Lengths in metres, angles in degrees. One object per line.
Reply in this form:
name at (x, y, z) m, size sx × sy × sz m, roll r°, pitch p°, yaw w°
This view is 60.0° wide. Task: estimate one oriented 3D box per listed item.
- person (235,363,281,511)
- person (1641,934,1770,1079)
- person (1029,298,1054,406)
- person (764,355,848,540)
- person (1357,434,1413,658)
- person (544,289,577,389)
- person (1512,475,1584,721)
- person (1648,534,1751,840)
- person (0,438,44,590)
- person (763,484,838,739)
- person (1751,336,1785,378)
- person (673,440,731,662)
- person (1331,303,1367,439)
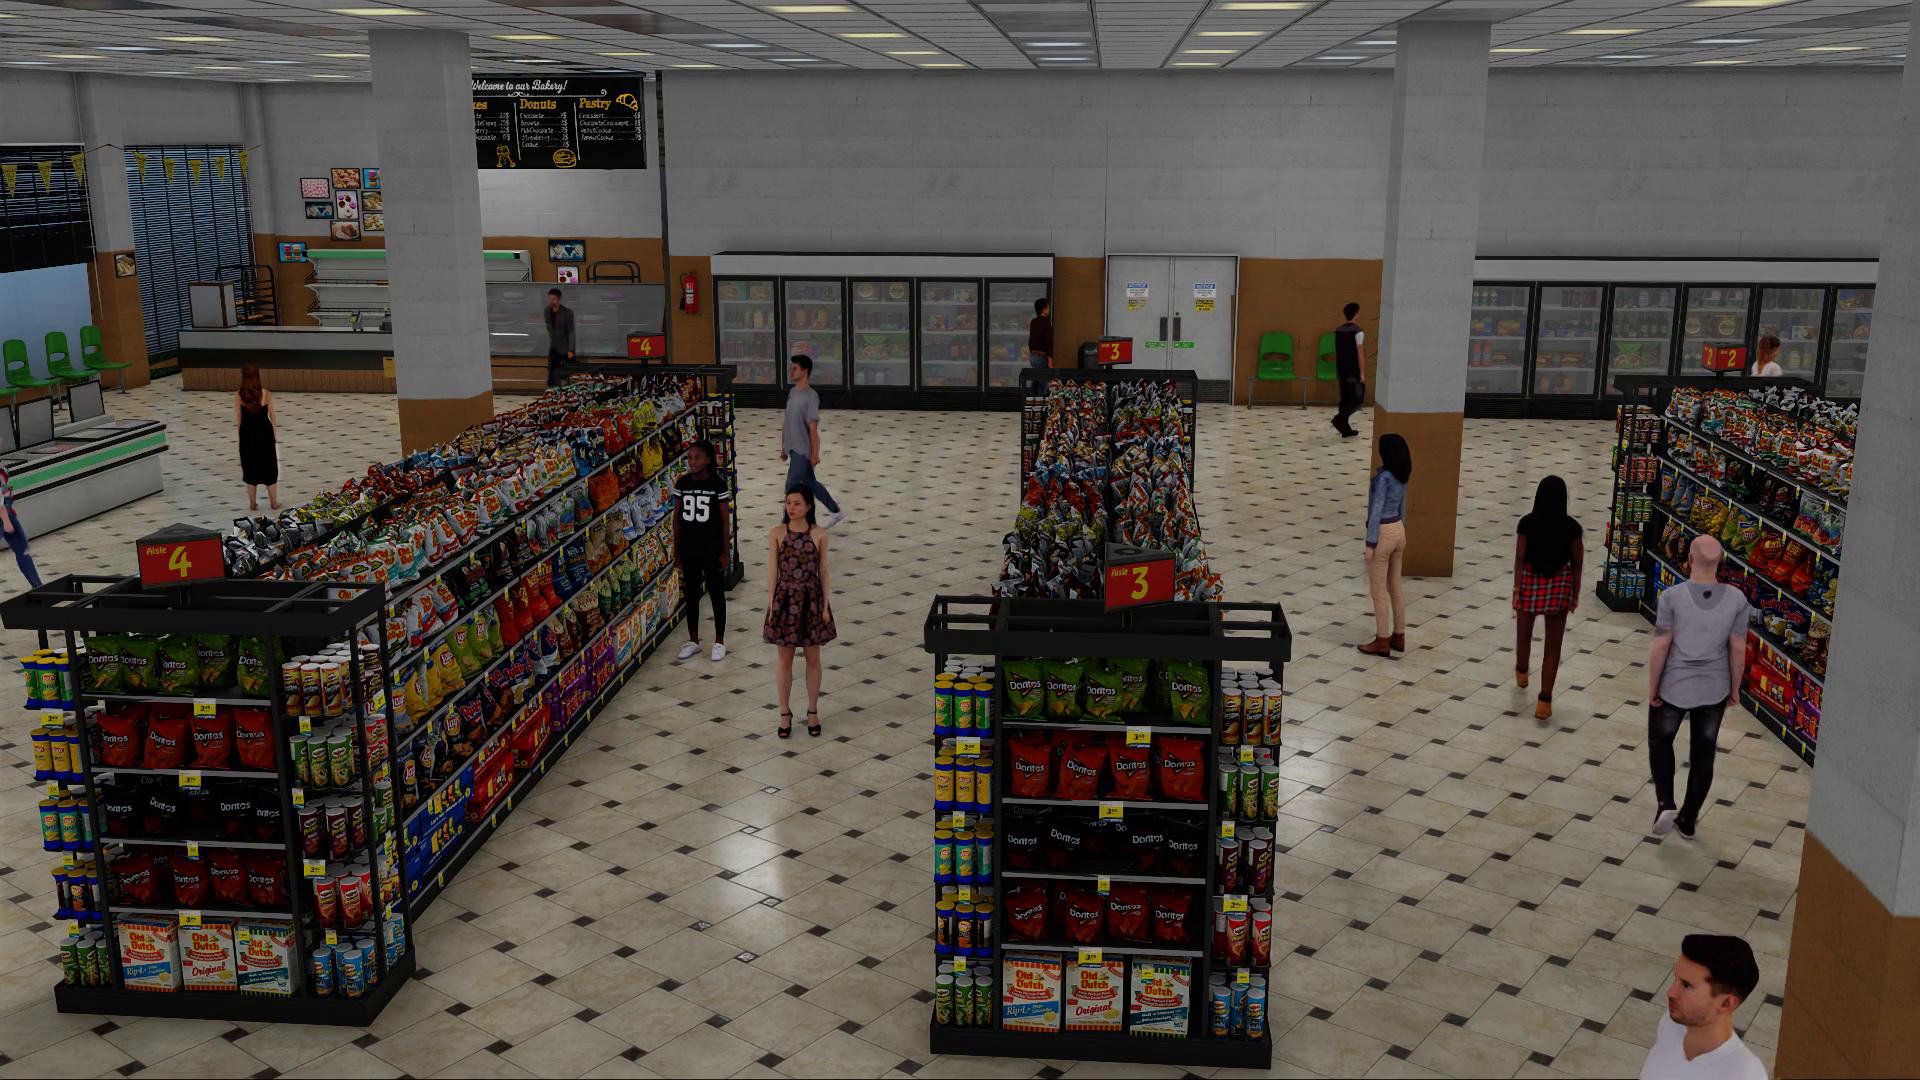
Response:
person at (-7.741, -1.137, 18.288) m, size 0.652 × 1.623 × 0.684 m, roll -5°, pitch 15°, yaw -21°
person at (2.197, 1.998, 4.895) m, size 0.814 × 1.844 × 0.757 m, roll -1°, pitch 14°, yaw -5°
person at (1.156, -2.593, 23.956) m, size 0.768 × 1.781 × 0.671 m, roll -8°, pitch 16°, yaw -31°
person at (-1.527, -0.929, 16.960) m, size 1.195 × 1.845 × 1.241 m, roll -8°, pitch 16°, yaw -29°
person at (3.383, 0.030, 13.166) m, size 0.697 × 1.769 × 0.765 m, roll -12°, pitch 18°, yaw -41°
person at (-5.940, -2.851, 25.007) m, size 0.929 × 1.788 × 1.290 m, roll 5°, pitch 15°, yaw 21°
person at (4.110, 0.439, 11.683) m, size 0.795 × 1.674 × 1.234 m, roll 4°, pitch 14°, yaw 17°
person at (4.214, 0.883, 9.533) m, size 0.748 × 1.824 × 0.904 m, roll 3°, pitch 14°, yaw 13°
person at (-8.464, -0.178, 14.440) m, size 1.022 × 1.573 × 1.121 m, roll -6°, pitch 15°, yaw -23°
person at (-1.089, 0.483, 11.291) m, size 0.706 × 1.773 × 0.717 m, roll -1°, pitch 14°, yaw -5°
person at (9.546, -1.566, 19.897) m, size 0.910 × 1.698 × 1.000 m, roll -4°, pitch 14°, yaw -15°
person at (-2.021, 0.077, 13.060) m, size 0.636 × 1.729 × 0.602 m, roll 3°, pitch 14°, yaw 12°
person at (5.225, -2.276, 22.521) m, size 0.964 × 1.841 × 0.920 m, roll -8°, pitch 16°, yaw -31°
